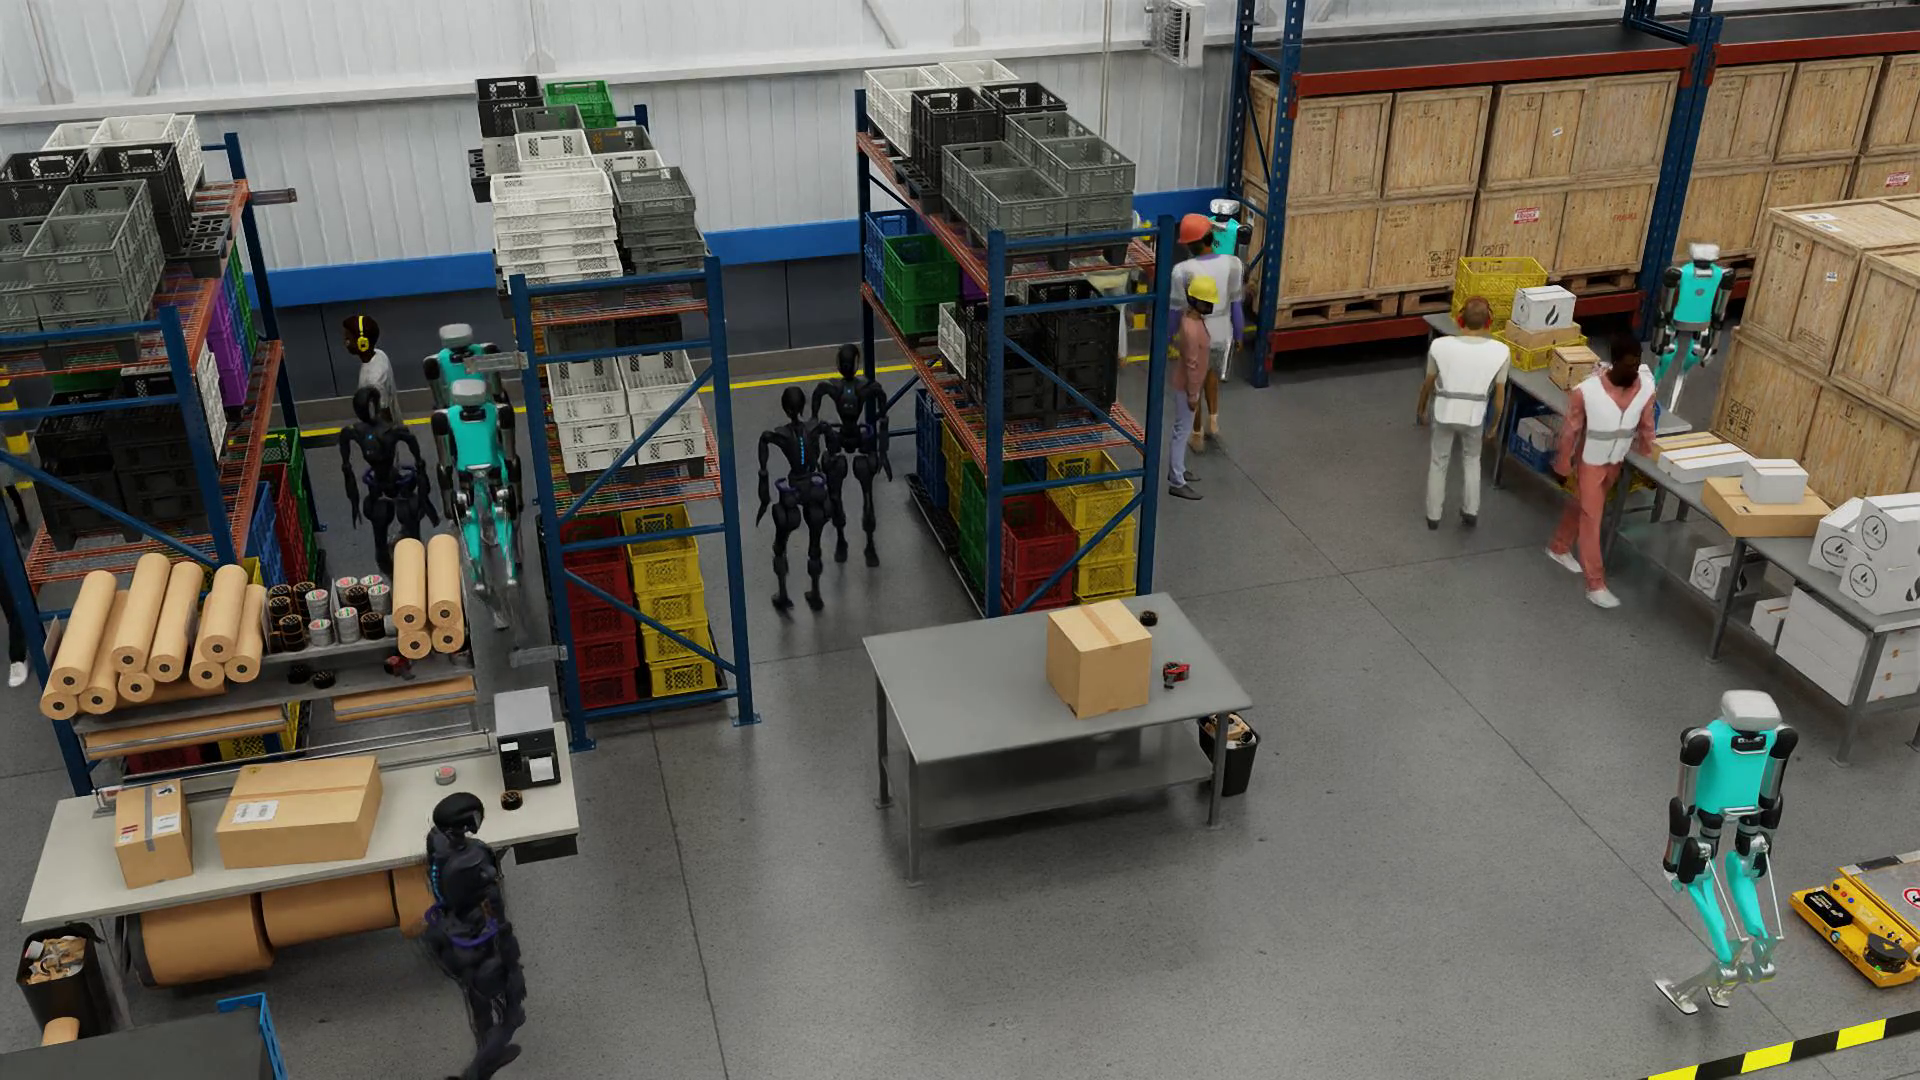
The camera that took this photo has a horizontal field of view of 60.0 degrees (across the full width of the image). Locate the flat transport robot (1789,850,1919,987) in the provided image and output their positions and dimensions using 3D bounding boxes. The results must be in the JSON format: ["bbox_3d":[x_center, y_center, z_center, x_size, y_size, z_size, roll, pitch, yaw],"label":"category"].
[{"bbox_3d":[5.163,1.916,8.676,1.431,0.231,0.659,-8,30,-14],"label":"flat transport robot"}]

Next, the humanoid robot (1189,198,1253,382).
[{"bbox_3d":[2.305,-2.232,14.559,0.533,1.677,0.735,12,31,20],"label":"humanoid robot"}]

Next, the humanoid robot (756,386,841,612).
[{"bbox_3d":[-1.084,-0.269,11.182,0.602,1.655,0.322,-11,31,-18],"label":"humanoid robot"}]

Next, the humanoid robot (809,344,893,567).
[{"bbox_3d":[-0.780,-0.598,11.773,0.608,1.654,0.345,-1,29,-2],"label":"humanoid robot"}]

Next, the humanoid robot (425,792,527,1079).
[{"bbox_3d":[-2.217,1.813,7.405,0.593,1.647,0.447,21,35,33],"label":"humanoid robot"}]

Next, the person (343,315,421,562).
[{"bbox_3d":[-4.099,-0.714,11.797,0.327,1.873,0.515,-9,30,-16],"label":"person"}]

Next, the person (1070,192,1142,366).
[{"bbox_3d":[1.252,-2.345,14.816,0.668,1.822,0.541,-9,30,-16],"label":"person"}]

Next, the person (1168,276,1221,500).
[{"bbox_3d":[1.786,-1.181,12.760,0.326,1.762,0.523,4,29,8],"label":"person"}]

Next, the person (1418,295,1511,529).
[{"bbox_3d":[3.663,-0.922,12.214,0.583,1.830,0.545,5,29,9],"label":"person"}]

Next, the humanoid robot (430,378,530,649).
[{"bbox_3d":[-3.083,-0.071,10.875,0.536,1.885,0.807,-9,30,-16],"label":"humanoid robot"}]

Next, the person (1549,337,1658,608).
[{"bbox_3d":[4.450,-0.490,11.385,0.607,1.872,0.972,-8,30,-15],"label":"person"}]

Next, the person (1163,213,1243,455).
[{"bbox_3d":[1.941,-1.655,13.377,0.654,2.000,0.489,-7,30,-13],"label":"person"}]

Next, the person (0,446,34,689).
[{"bbox_3d":[-6.251,-0.053,10.650,0.534,1.828,0.962,-7,29,-12],"label":"person"}]

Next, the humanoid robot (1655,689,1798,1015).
[{"bbox_3d":[3.596,1.547,7.681,0.533,1.677,0.735,-3,29,-6],"label":"humanoid robot"}]

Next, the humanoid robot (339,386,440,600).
[{"bbox_3d":[-3.824,-0.281,11.208,0.603,1.649,0.309,1,29,1],"label":"humanoid robot"}]

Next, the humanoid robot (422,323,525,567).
[{"bbox_3d":[-3.348,-0.585,11.750,0.550,1.811,0.895,-14,32,-24],"label":"humanoid robot"}]

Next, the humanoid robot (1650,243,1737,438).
[{"bbox_3d":[5.889,-1.592,13.648,0.544,1.891,0.748,5,29,9],"label":"humanoid robot"}]
